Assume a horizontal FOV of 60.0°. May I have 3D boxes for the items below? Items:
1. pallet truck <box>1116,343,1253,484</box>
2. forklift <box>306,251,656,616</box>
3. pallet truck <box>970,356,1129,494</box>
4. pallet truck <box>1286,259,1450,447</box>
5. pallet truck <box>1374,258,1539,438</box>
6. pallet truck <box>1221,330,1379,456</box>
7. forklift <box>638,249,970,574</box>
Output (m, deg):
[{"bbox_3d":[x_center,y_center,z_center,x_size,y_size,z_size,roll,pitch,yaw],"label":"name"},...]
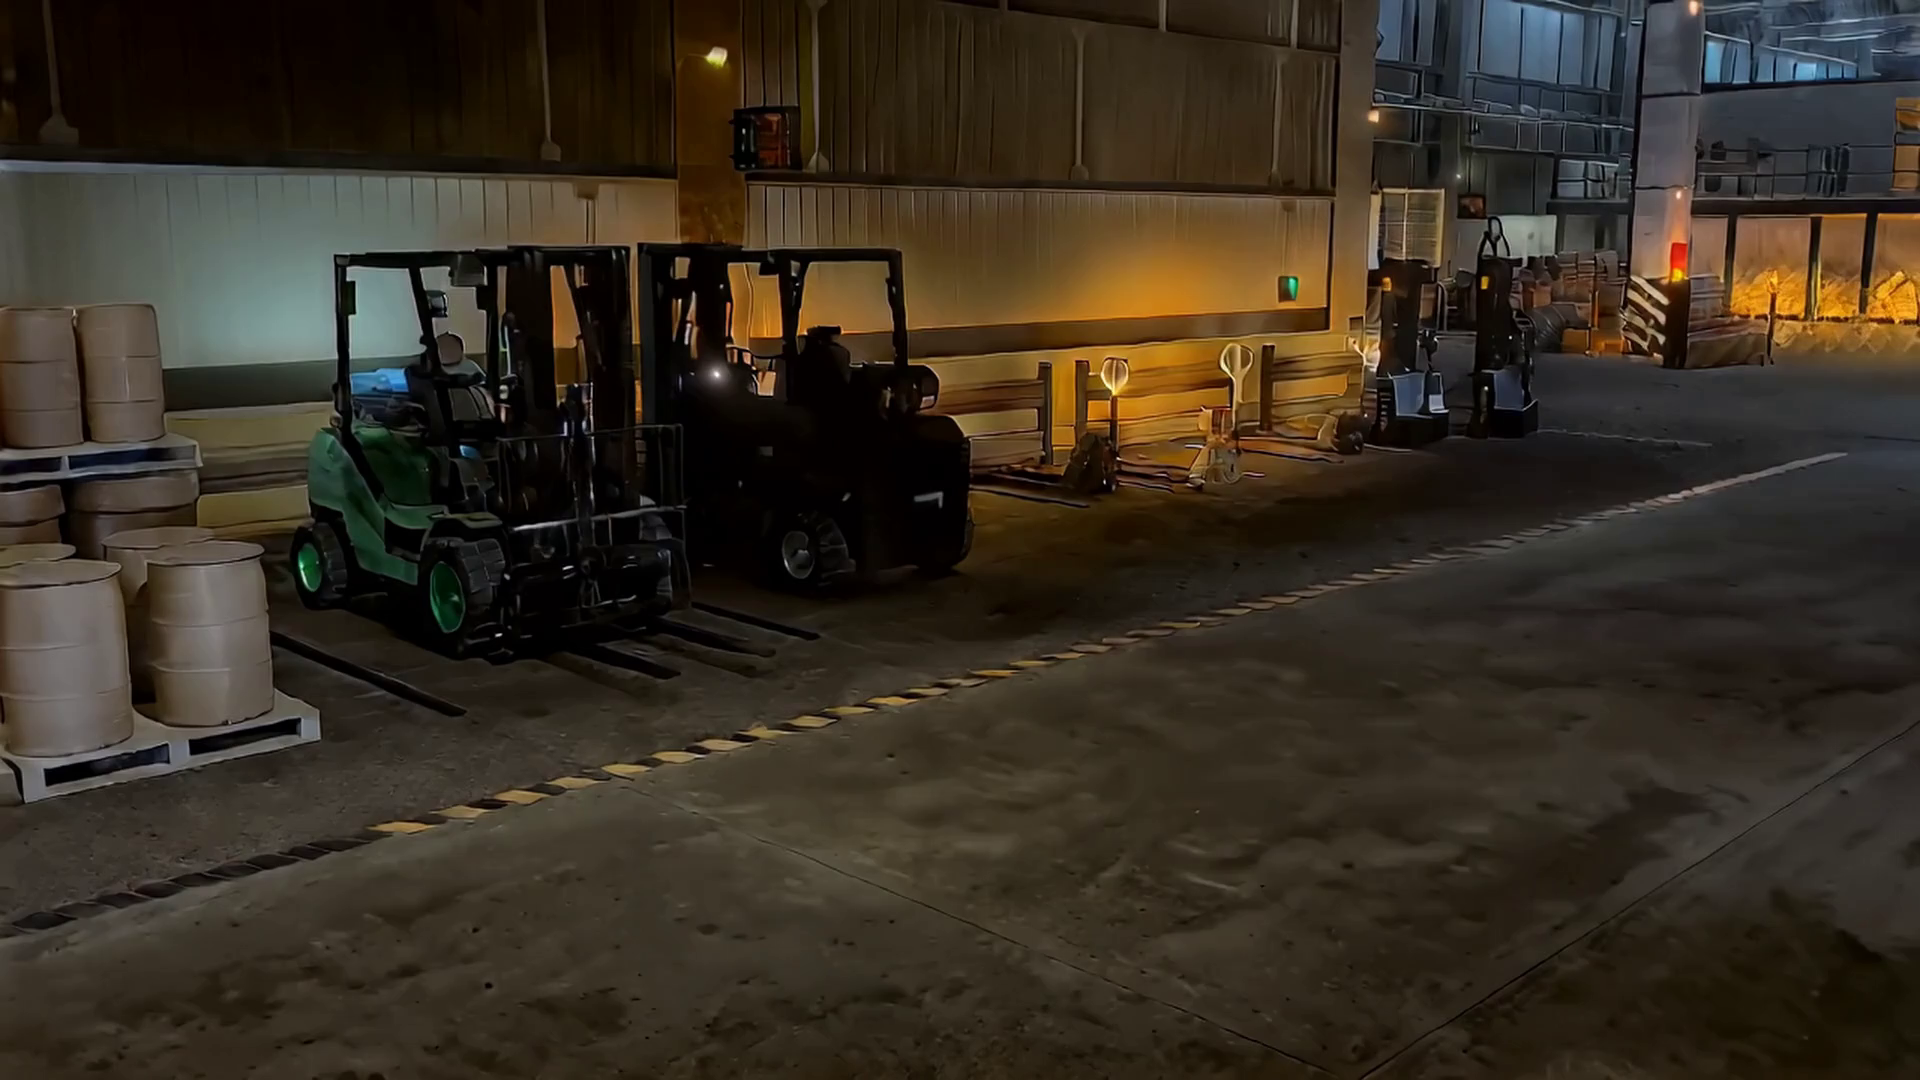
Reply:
[{"bbox_3d":[1.962,-1.215,15.415,1.522,1.261,0.704,10,14,43],"label":"pallet truck"},{"bbox_3d":[-2.833,-0.669,9.694,1.157,1.987,2.680,-10,14,-44],"label":"forklift"},{"bbox_3d":[0.784,-1.085,14.876,0.680,1.201,1.601,-10,14,-44],"label":"pallet truck"},{"bbox_3d":[4.493,-2.078,18.196,0.823,1.965,1.885,-9,14,-40],"label":"pallet truck"},{"bbox_3d":[5.704,-2.208,18.901,1.885,1.965,0.823,10,14,43],"label":"pallet truck"},{"bbox_3d":[3.563,-1.581,17.381,0.653,1.274,1.630,-10,14,-44],"label":"pallet truck"},{"bbox_3d":[-1.173,-0.958,11.239,2.680,1.987,1.157,10,14,43],"label":"forklift"}]
